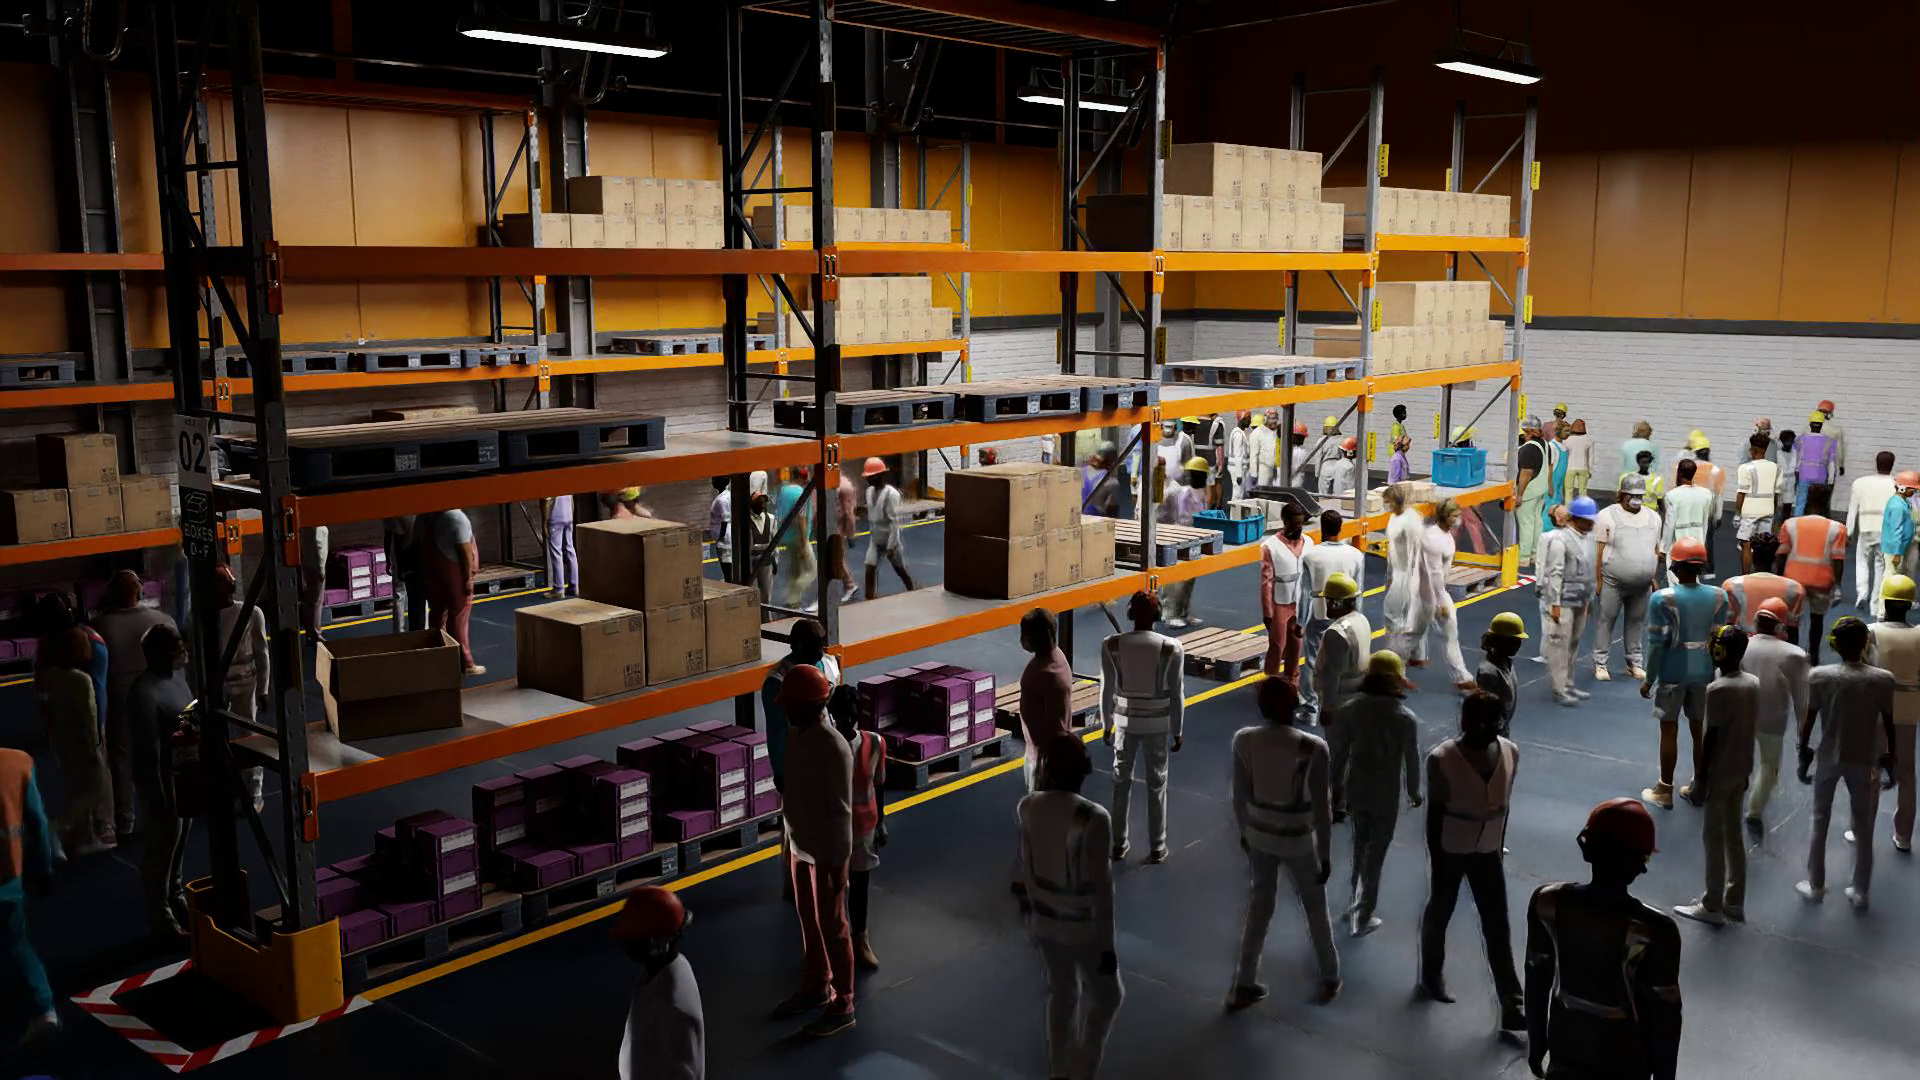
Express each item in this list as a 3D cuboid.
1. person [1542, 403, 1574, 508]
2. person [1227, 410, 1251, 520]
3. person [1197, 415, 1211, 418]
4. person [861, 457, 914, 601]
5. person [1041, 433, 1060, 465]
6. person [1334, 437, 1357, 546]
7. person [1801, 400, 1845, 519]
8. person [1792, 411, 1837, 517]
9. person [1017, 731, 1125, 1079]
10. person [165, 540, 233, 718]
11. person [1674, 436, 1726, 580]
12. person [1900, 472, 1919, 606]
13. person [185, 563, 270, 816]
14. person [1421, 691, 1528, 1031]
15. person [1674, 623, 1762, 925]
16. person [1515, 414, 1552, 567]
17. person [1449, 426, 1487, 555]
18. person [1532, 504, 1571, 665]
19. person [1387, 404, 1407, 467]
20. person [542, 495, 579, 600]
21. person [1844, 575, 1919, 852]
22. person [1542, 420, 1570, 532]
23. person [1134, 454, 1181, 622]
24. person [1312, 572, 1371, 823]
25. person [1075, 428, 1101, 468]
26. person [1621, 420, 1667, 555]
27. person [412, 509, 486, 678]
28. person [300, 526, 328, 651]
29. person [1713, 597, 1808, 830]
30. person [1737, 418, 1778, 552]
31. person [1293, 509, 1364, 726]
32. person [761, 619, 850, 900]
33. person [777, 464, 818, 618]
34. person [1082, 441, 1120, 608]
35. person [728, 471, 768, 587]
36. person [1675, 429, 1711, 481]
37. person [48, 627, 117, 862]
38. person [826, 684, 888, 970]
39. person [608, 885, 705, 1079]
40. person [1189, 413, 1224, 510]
[{"bbox_3d":[9.826,-1.380,27.383,0.537,1.759,0.341,6,11,30],"label":"person"},{"bbox_3d":[4.195,-1.034,24.953,0.363,1.879,0.583,2,10,9],"label":"person"},{"bbox_3d":[4.523,-1.873,30.405,0.496,1.730,0.403,-7,12,-37],"label":"person"},{"bbox_3d":[-0.830,-0.023,18.930,0.560,1.879,1.031,8,12,40],"label":"person"},{"bbox_3d":[1.514,-1.414,27.332,0.392,1.838,0.561,-3,10,-20],"label":"person"},{"bbox_3d":[5.153,-0.496,22.098,0.324,1.752,0.562,-1,10,-8],"label":"person"},{"bbox_3d":[13.087,-1.140,25.285,0.462,1.976,0.619,-7,12,-35],"label":"person"},{"bbox_3d":[12.311,-0.901,24.035,0.588,1.918,0.388,5,11,30],"label":"person"},{"bbox_3d":[0.550,1.831,7.897,0.413,1.855,0.646,-8,13,-41],"label":"person"},{"bbox_3d":[-6.881,0.669,14.736,0.657,1.890,0.619,-3,10,-17],"label":"person"},{"bbox_3d":[9.349,-0.378,21.096,0.604,1.880,0.917,7,12,35],"label":"person"},{"bbox_3d":[11.082,0.009,19.504,0.590,1.619,0.341,-5,11,-28],"label":"person"},{"bbox_3d":[-5.369,1.096,12.206,0.585,1.882,0.337,0,10,-2],"label":"person"},{"bbox_3d":[2.753,1.697,8.848,0.584,1.797,0.950,-3,10,-16],"label":"person"},{"bbox_3d":[4.708,1.440,10.261,0.522,1.856,0.328,-6,11,-34],"label":"person"},{"bbox_3d":[7.576,-0.669,22.281,0.535,2.000,0.674,9,13,43],"label":"person"},{"bbox_3d":[6.761,-0.614,22.477,0.897,1.860,0.669,5,11,28],"label":"person"},{"bbox_3d":[6.034,0.457,16.794,0.516,1.630,0.316,-3,10,-20],"label":"person"},{"bbox_3d":[7.297,-1.414,27.748,0.320,1.698,0.531,3,10,18],"label":"person"},{"bbox_3d":[-4.854,-0.200,20.097,0.343,1.838,0.509,5,11,29],"label":"person"},{"bbox_3d":[6.410,1.194,11.496,0.589,1.927,0.388,2,10,13],"label":"person"},{"bbox_3d":[8.424,-0.779,23.535,0.341,1.839,0.503,8,12,38],"label":"person"},{"bbox_3d":[2.214,-0.032,18.881,0.403,1.904,0.651,-9,13,-42],"label":"person"},{"bbox_3d":[2.773,1.141,12.136,0.404,1.824,0.586,6,11,31],"label":"person"},{"bbox_3d":[2.039,-1.340,27.121,0.525,1.762,0.340,2,10,12],"label":"person"},{"bbox_3d":[9.393,-0.698,22.976,0.801,1.901,0.634,-6,11,-31],"label":"person"},{"bbox_3d":[-5.001,0.322,16.366,0.682,2.000,0.536,6,11,33],"label":"person"},{"bbox_3d":[-6.742,0.276,17.457,0.330,1.768,0.526,-6,11,-30],"label":"person"},{"bbox_3d":[5.630,1.254,11.770,0.666,1.704,0.636,5,11,29],"label":"person"},{"bbox_3d":[11.196,-0.769,23.330,0.652,1.894,0.400,-3,10,-19],"label":"person"},{"bbox_3d":[3.237,0.687,14.588,0.603,1.904,0.386,-2,10,-13],"label":"person"},{"bbox_3d":[-0.972,1.393,10.614,0.429,1.830,0.639,7,12,38],"label":"person"},{"bbox_3d":[-1.837,0.011,18.902,0.445,1.818,0.565,-5,11,-29],"label":"person"},{"bbox_3d":[1.543,-0.175,19.332,0.688,2.000,0.831,8,13,41],"label":"person"},{"bbox_3d":[-2.585,-0.223,20.150,0.563,1.868,0.314,-3,10,-18],"label":"person"},{"bbox_3d":[10.348,-0.713,23.487,0.550,1.717,0.455,0,10,-1],"label":"person"},{"bbox_3d":[-5.998,1.391,11.224,0.512,1.621,0.482,7,12,37],"label":"person"},{"bbox_3d":[-0.659,1.643,9.500,0.537,1.696,0.321,-4,10,-23],"label":"person"},{"bbox_3d":[-1.143,2.148,6.322,0.344,1.747,0.571,-3,10,-17],"label":"person"},{"bbox_3d":[3.744,-1.197,25.475,0.618,2.029,0.409,5,11,26],"label":"person"}]
